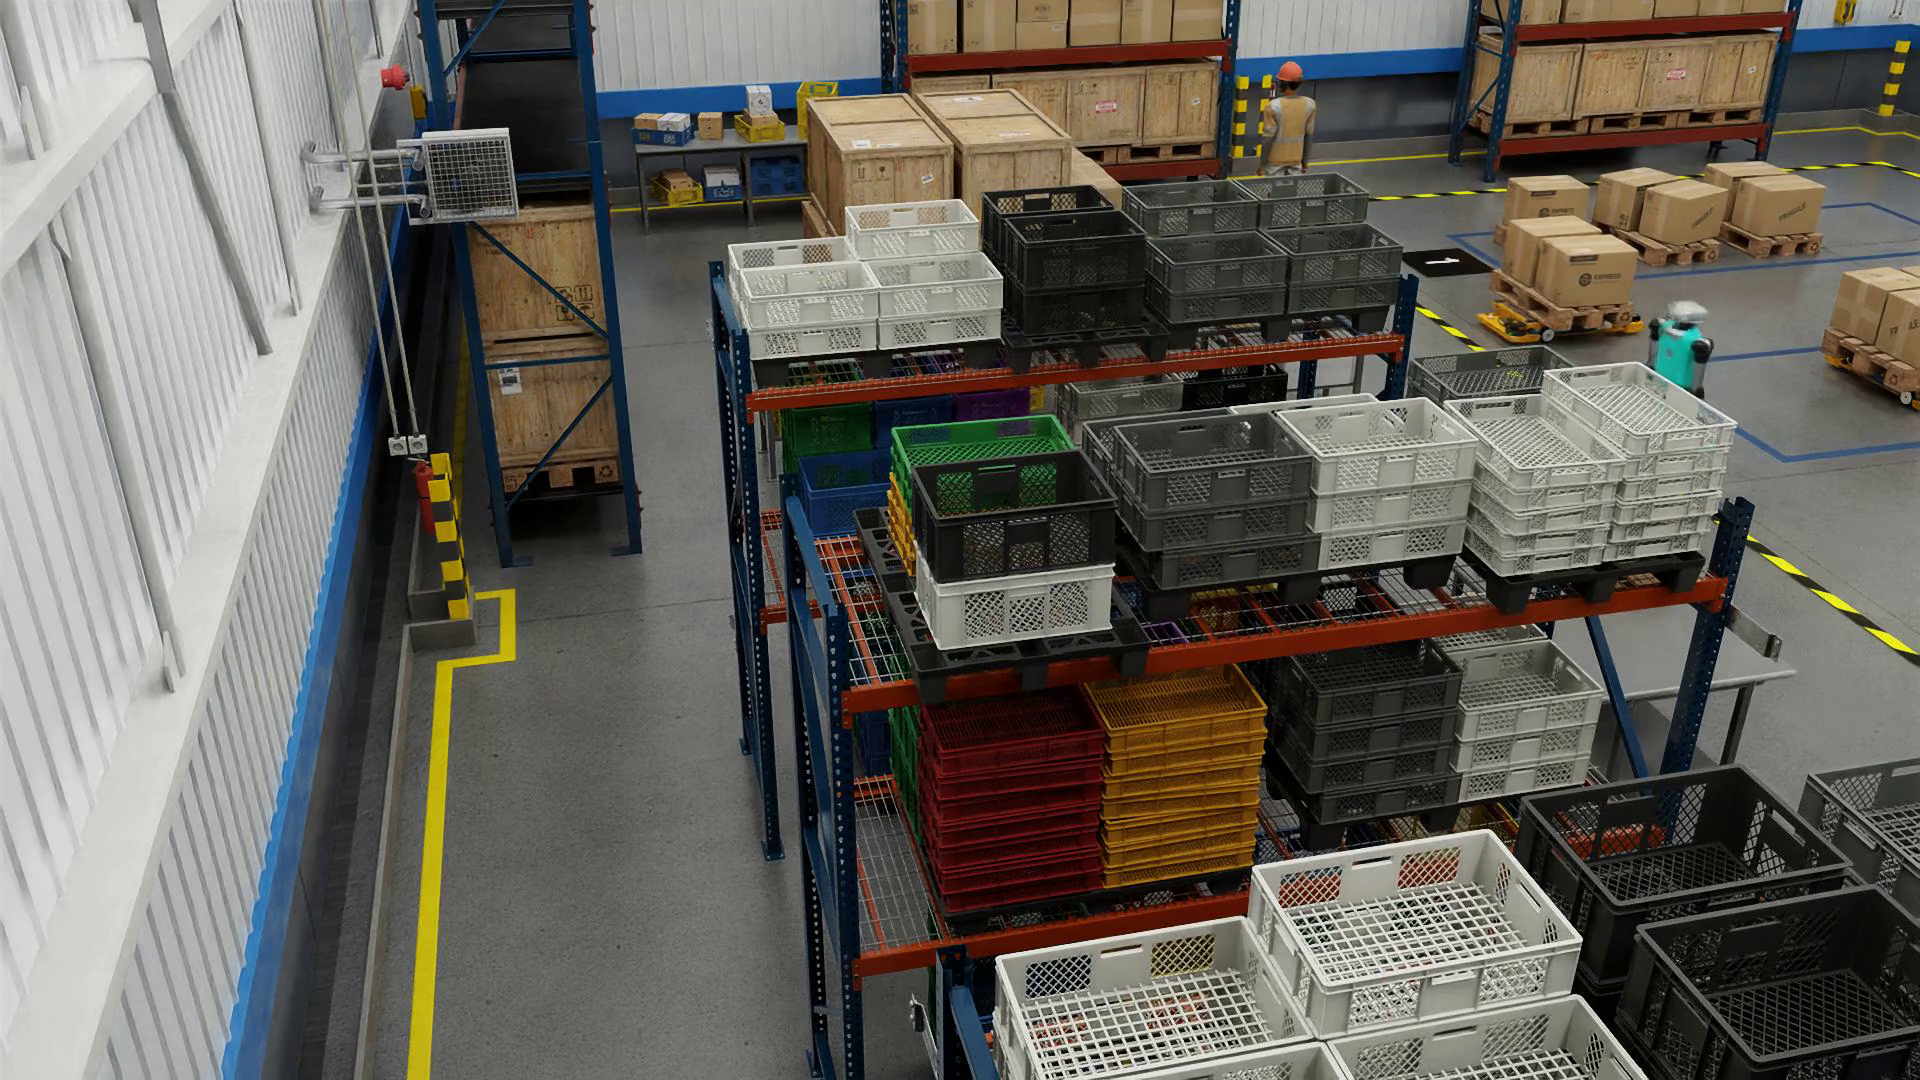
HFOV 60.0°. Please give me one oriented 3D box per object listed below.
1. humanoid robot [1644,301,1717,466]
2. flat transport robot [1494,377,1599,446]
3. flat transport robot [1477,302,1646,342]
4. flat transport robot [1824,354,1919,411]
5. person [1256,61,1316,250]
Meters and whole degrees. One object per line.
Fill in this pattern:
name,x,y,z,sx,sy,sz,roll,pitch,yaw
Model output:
humanoid robot,5.367,-0.941,12.292,0.779,1.789,0.575,-12,30,-22
flat transport robot,4.780,-1.036,14.013,0.659,0.231,1.431,-6,28,-12
flat transport robot,5.835,-2.170,16.135,1.431,0.197,0.652,-6,28,-12
flat transport robot,8.473,-1.467,14.800,0.652,0.197,1.431,-6,28,-12
person,3.491,-4.126,17.976,0.614,2.040,0.379,-9,29,-16
